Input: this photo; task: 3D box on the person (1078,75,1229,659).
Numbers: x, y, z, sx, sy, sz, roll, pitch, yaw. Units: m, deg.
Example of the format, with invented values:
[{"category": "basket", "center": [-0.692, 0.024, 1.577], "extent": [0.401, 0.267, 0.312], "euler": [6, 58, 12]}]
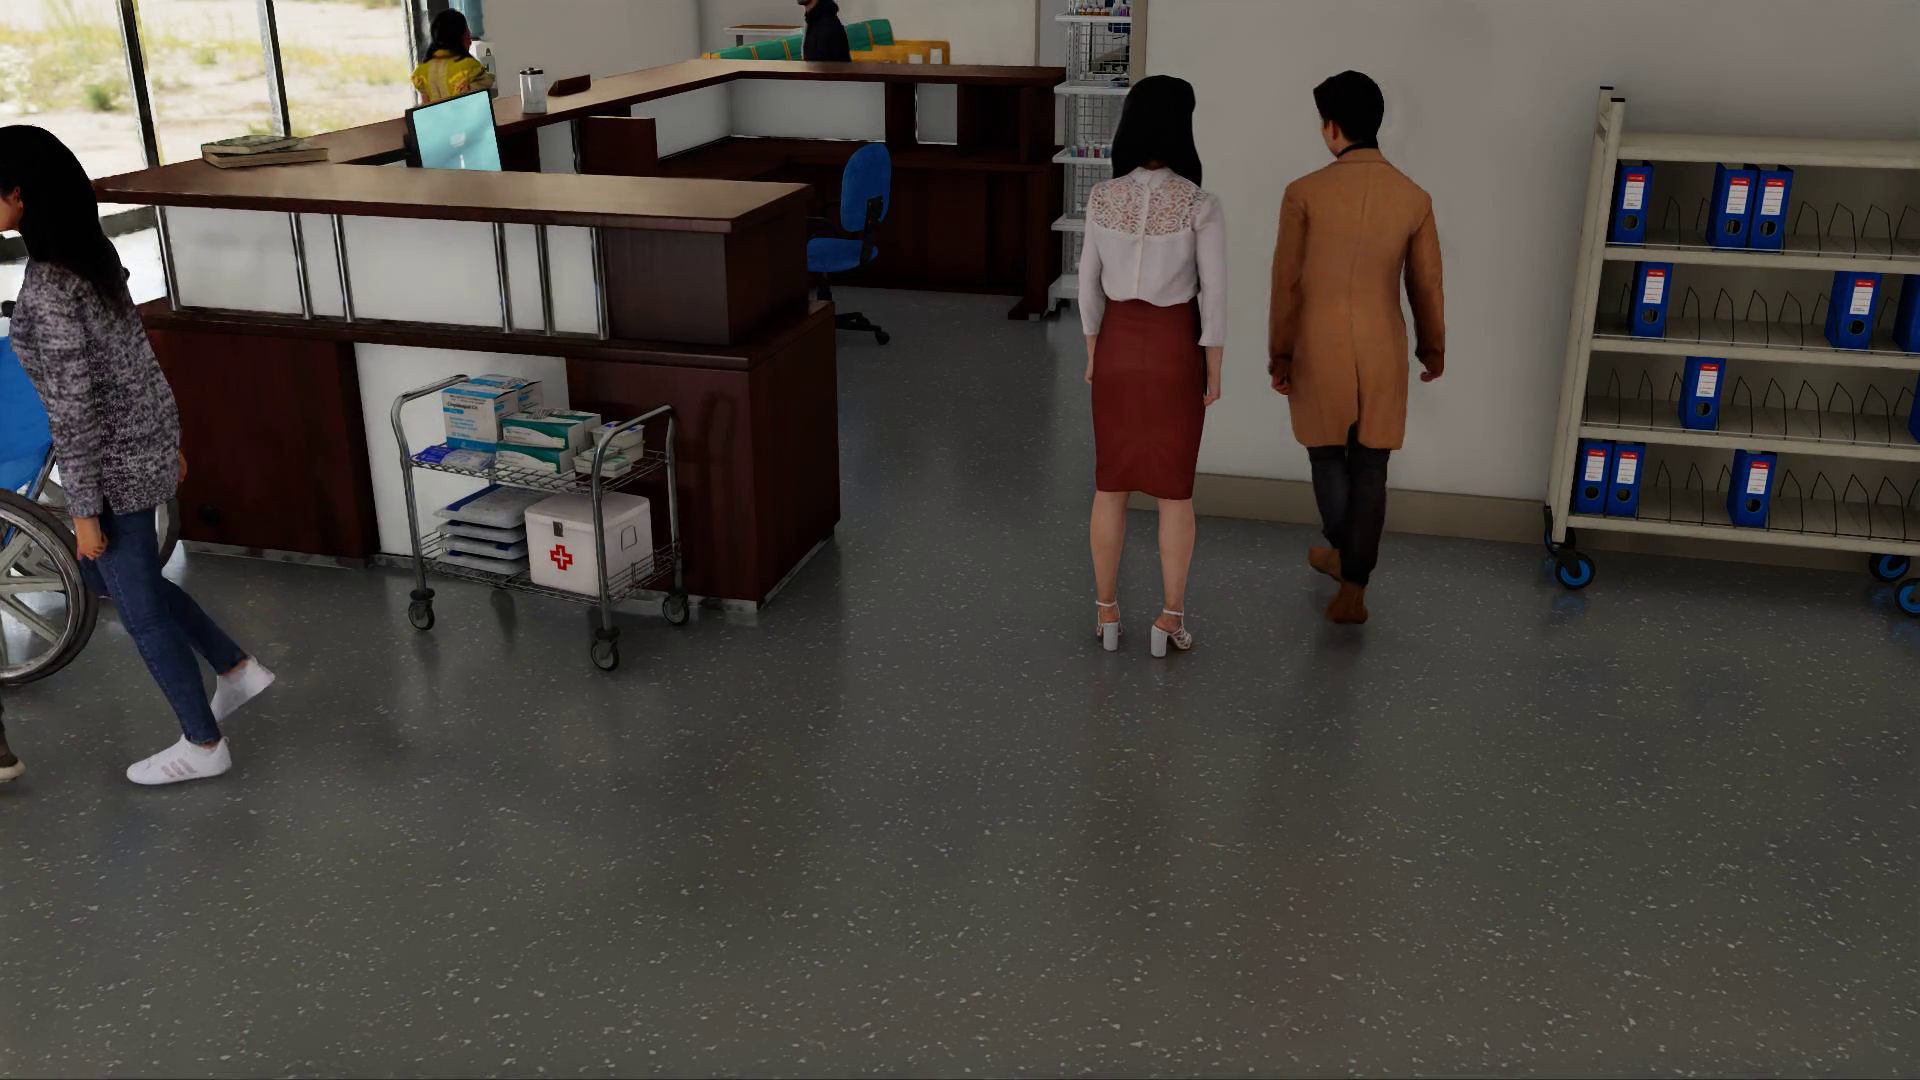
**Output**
[{"category": "person", "center": [0.567, -0.487, 4.970], "extent": [0.487, 1.751, 0.680], "euler": [8, 22, 21]}]

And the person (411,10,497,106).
[{"category": "person", "center": [-2.956, -2.208, 9.692], "extent": [1.141, 1.626, 0.772], "euler": [5, 21, 13]}]

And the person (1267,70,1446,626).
[{"category": "person", "center": [1.206, -0.551, 5.153], "extent": [0.845, 1.699, 0.756], "euler": [6, 22, 16]}]

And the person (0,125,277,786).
[{"category": "person", "center": [-2.040, -0.178, 4.213], "extent": [0.826, 1.709, 0.775], "euler": [-2, 21, -6]}]
